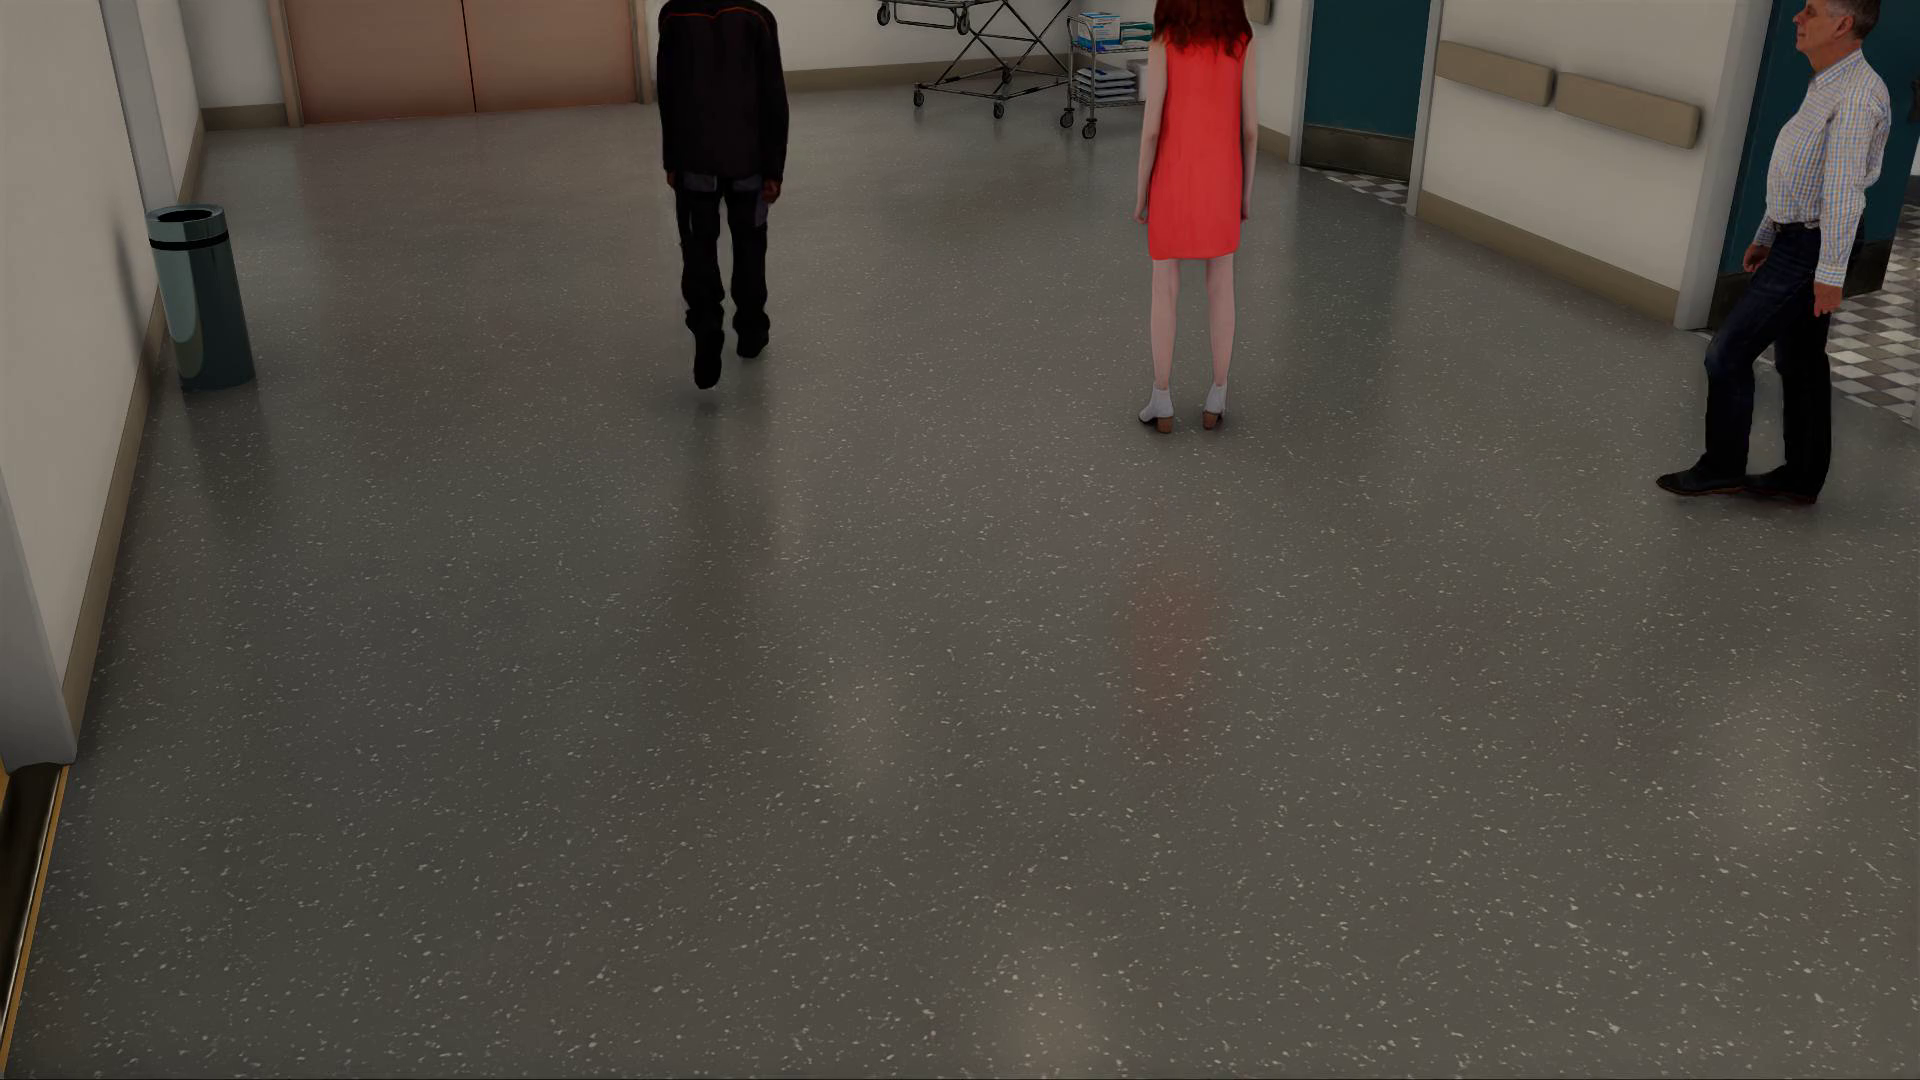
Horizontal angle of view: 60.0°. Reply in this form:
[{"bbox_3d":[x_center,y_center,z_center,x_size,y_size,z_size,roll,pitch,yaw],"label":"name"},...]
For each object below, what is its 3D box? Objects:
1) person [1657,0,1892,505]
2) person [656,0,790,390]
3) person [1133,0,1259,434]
[{"bbox_3d":[2.916,-0.947,5.541,0.966,1.801,0.911,8,27,16],"label":"person"},{"bbox_3d":[-0.983,-1.529,6.750,0.927,1.799,1.170,0,26,0],"label":"person"},{"bbox_3d":[0.878,-1.293,6.228,0.647,1.826,0.586,-3,26,-6],"label":"person"}]
